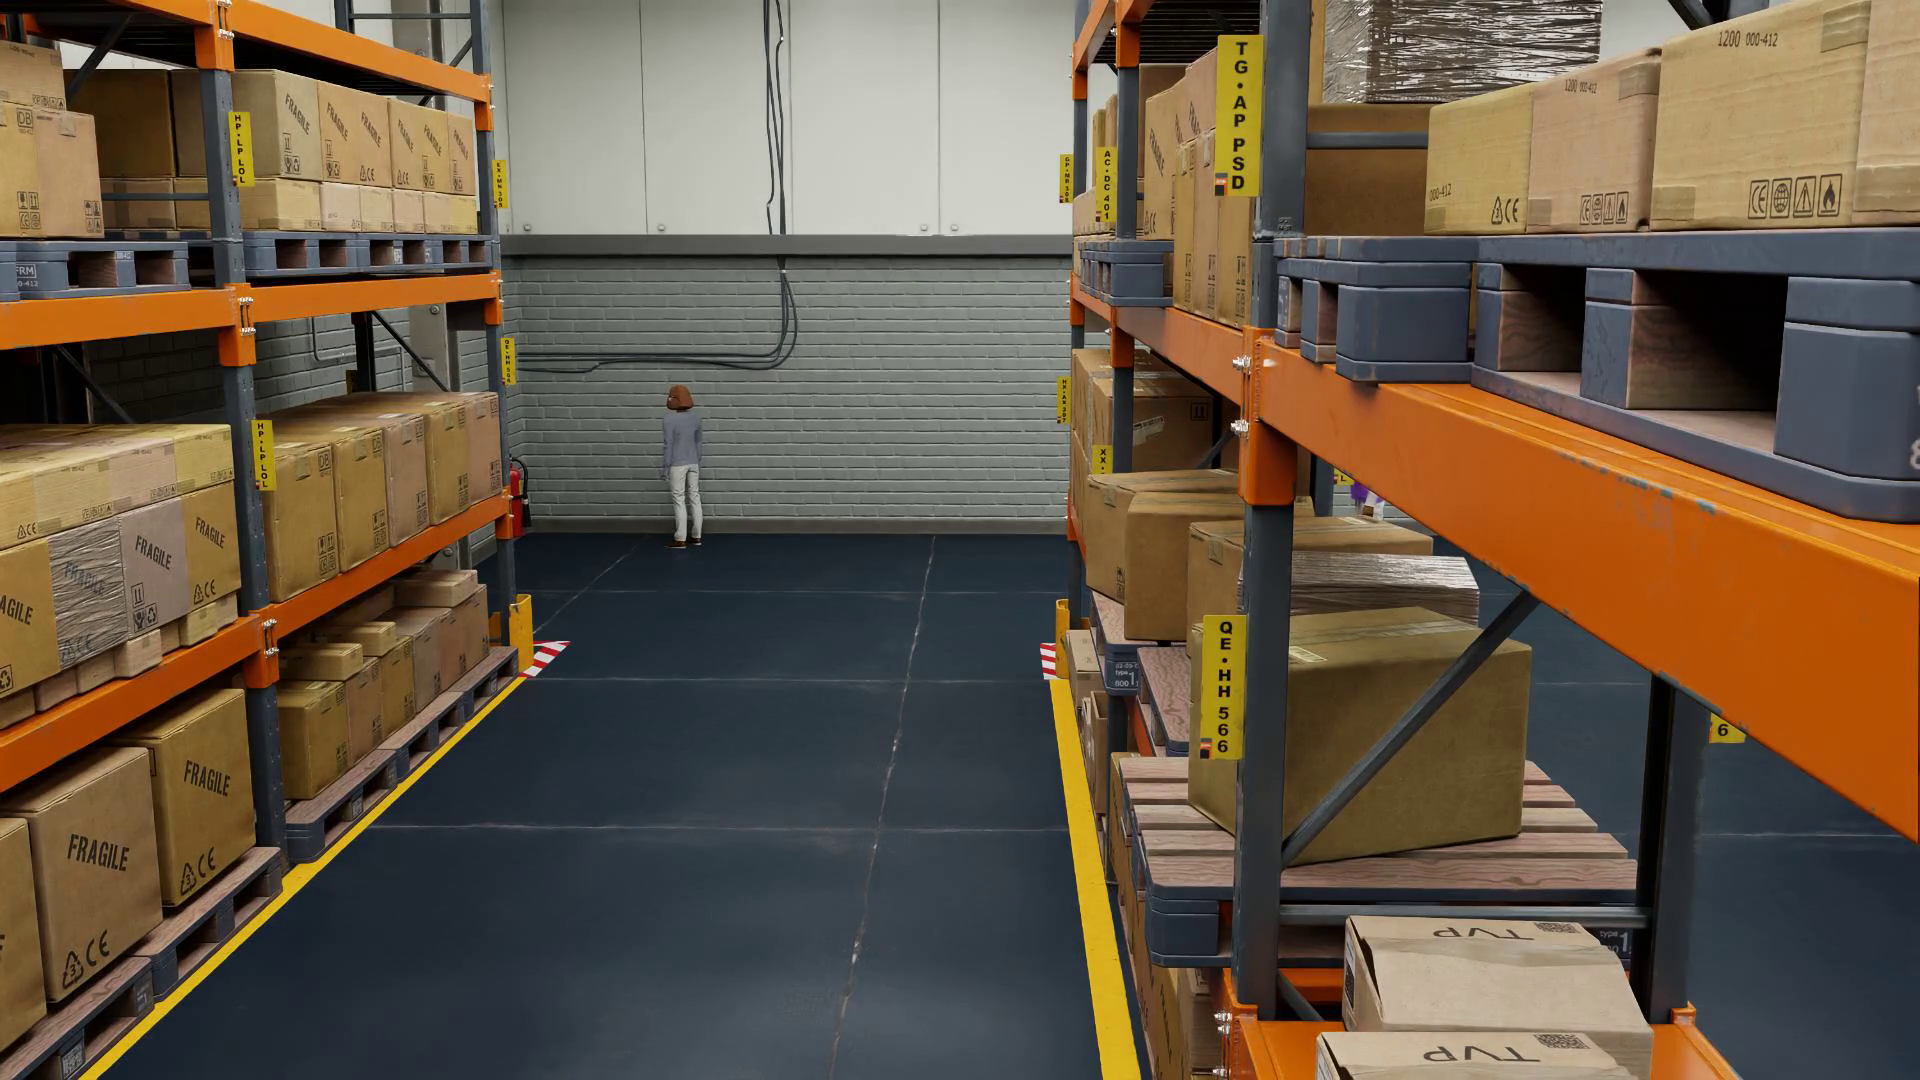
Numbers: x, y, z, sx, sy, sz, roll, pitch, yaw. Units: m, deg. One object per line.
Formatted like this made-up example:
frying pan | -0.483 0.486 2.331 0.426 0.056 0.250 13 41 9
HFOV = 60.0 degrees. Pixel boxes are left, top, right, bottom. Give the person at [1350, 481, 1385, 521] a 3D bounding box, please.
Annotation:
person | 3.374 -0.379 13.839 0.361 1.939 0.543 1 10 5

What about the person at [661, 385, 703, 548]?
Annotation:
person | -2.788 -0.734 16.691 0.277 1.636 0.502 8 13 38
